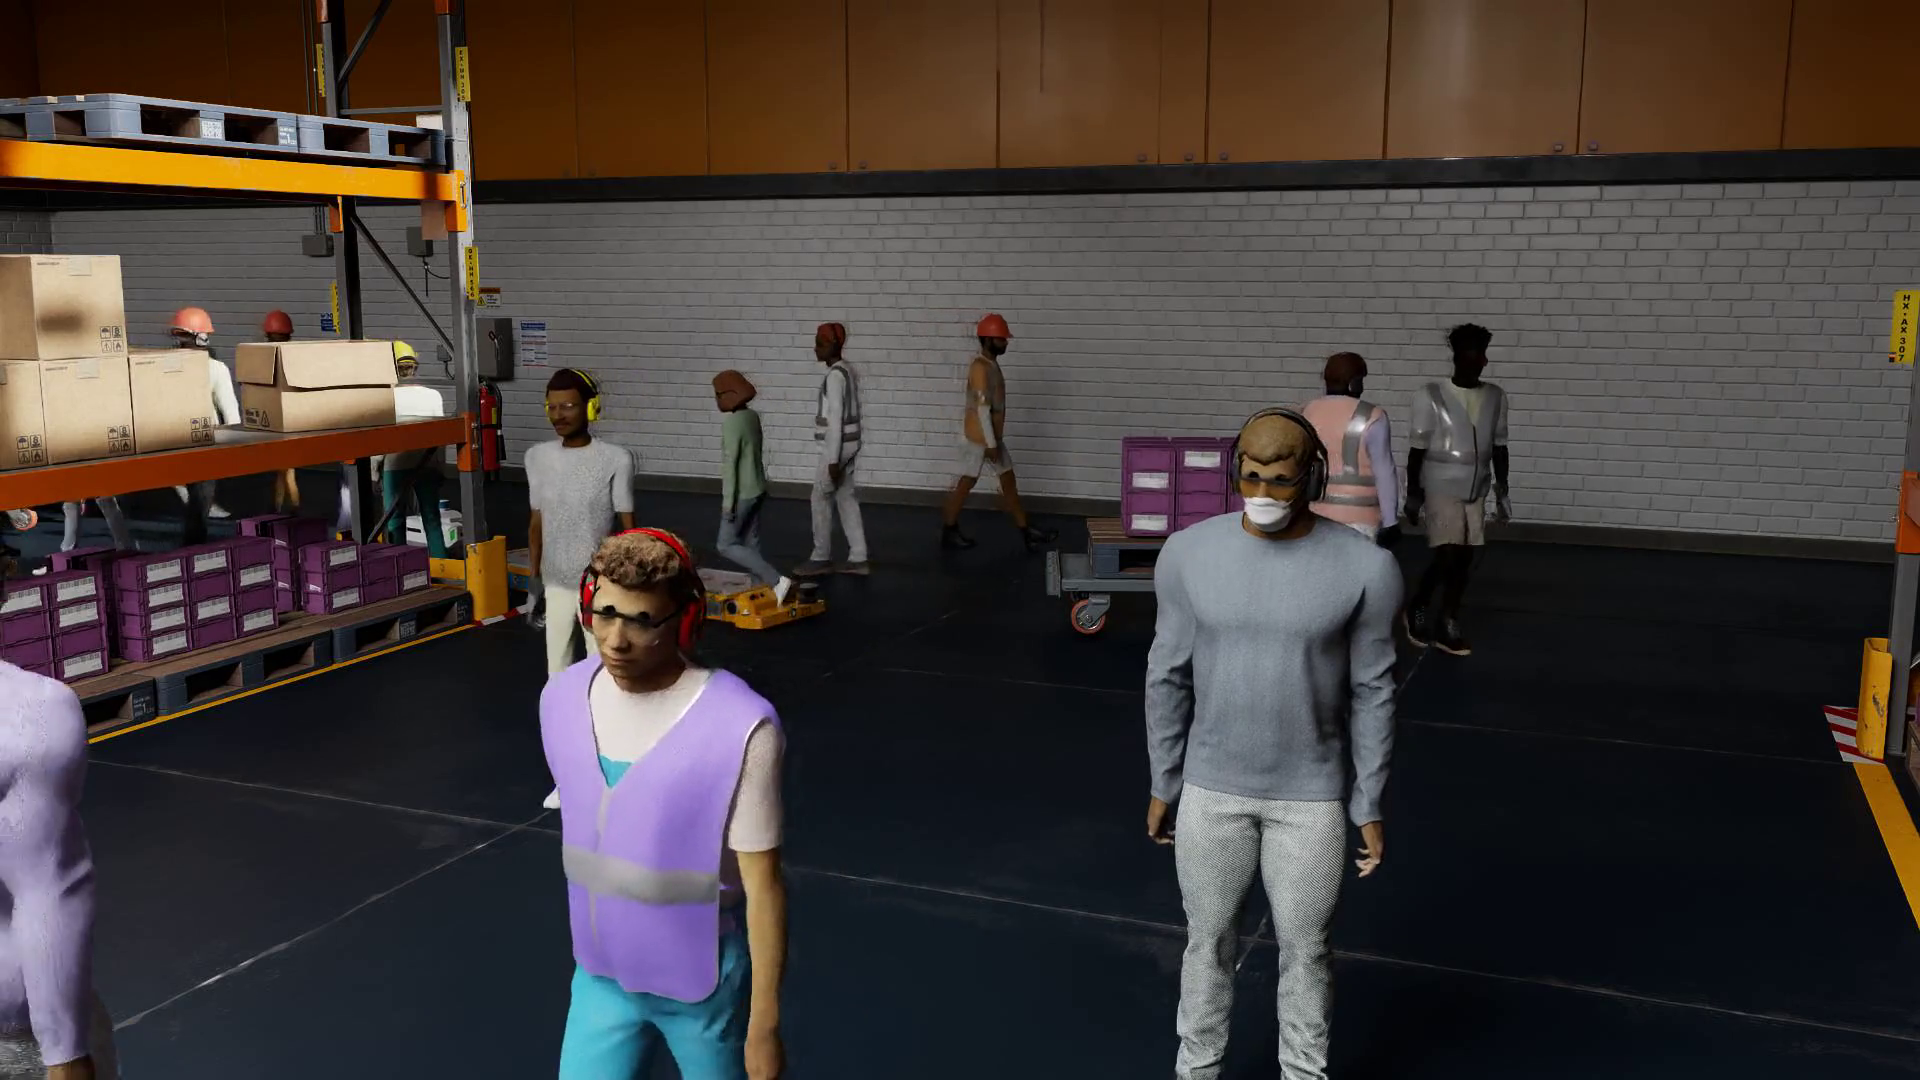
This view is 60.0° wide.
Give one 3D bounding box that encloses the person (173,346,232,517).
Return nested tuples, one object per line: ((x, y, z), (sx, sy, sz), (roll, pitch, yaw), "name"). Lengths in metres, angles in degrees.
((-6.893, -1.119, 15.021), (0.578, 1.842, 0.538), (3, 10, 19), "person")

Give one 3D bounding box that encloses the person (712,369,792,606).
((-1.326, -0.272, 10.560), (0.457, 1.616, 0.560), (2, 10, 13), "person")

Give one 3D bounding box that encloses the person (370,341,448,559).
((-3.790, -0.479, 11.411), (0.533, 1.759, 0.343), (-7, 12, -36), "person")

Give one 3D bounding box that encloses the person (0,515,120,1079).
((-1.833, 0.845, 2.951), (0.640, 1.911, 0.910), (2, 10, 11), "person")

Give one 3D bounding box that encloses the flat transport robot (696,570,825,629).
((-1.644, 0.355, 10.840), (1.431, 0.197, 0.652), (6, 11, 32), "flat transport robot")

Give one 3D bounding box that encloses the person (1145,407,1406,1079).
((0.763, 0.632, 4.139), (0.627, 1.934, 0.371), (3, 10, 18), "person")

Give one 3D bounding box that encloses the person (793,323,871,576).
((-0.921, -0.658, 12.177), (0.580, 1.857, 0.692), (1, 9, 7), "person")

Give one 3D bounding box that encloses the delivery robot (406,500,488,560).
((-3.783, -0.053, 12.169), (0.707, 0.478, 0.477), (7, 12, 39), "delivery robot")

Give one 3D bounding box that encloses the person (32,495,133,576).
((-6.462, -0.632, 12.113), (0.864, 1.820, 0.615), (-9, 13, -43), "person")

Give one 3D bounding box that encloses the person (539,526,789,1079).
((-0.538, 0.841, 3.297), (0.578, 1.802, 0.931), (5, 11, 29), "person")

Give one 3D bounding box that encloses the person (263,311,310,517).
((-5.747, -1.005, 14.209), (0.996, 1.884, 0.547), (7, 12, 36), "person")

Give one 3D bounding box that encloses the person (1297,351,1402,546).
((2.073, -0.124, 9.159), (0.875, 1.817, 0.632), (-7, 12, -36), "person")

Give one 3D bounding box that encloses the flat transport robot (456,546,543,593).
((-2.864, 0.227, 11.617), (1.431, 0.197, 0.652), (8, 12, 40), "flat transport robot")

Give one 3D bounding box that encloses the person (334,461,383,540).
((-4.572, -0.687, 12.783), (0.540, 1.705, 0.908), (3, 10, 18), "person")

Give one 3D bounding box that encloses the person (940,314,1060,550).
((0.275, -0.837, 13.186), (1.006, 1.878, 0.564), (3, 10, 18), "person")

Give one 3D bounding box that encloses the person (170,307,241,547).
((-5.401, -0.661, 11.868), (0.619, 1.969, 0.758), (3, 10, 17), "person")

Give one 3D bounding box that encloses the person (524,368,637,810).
((-1.595, 0.185, 7.111), (0.518, 1.855, 0.596), (2, 10, 15), "person")

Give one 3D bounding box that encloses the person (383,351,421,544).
((-4.329, -0.703, 13.164), (0.524, 1.618, 0.670), (4, 10, 24), "person")

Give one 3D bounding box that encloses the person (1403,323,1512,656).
((2.904, -0.283, 9.655), (0.605, 1.943, 0.444), (-3, 10, -19), "person")
